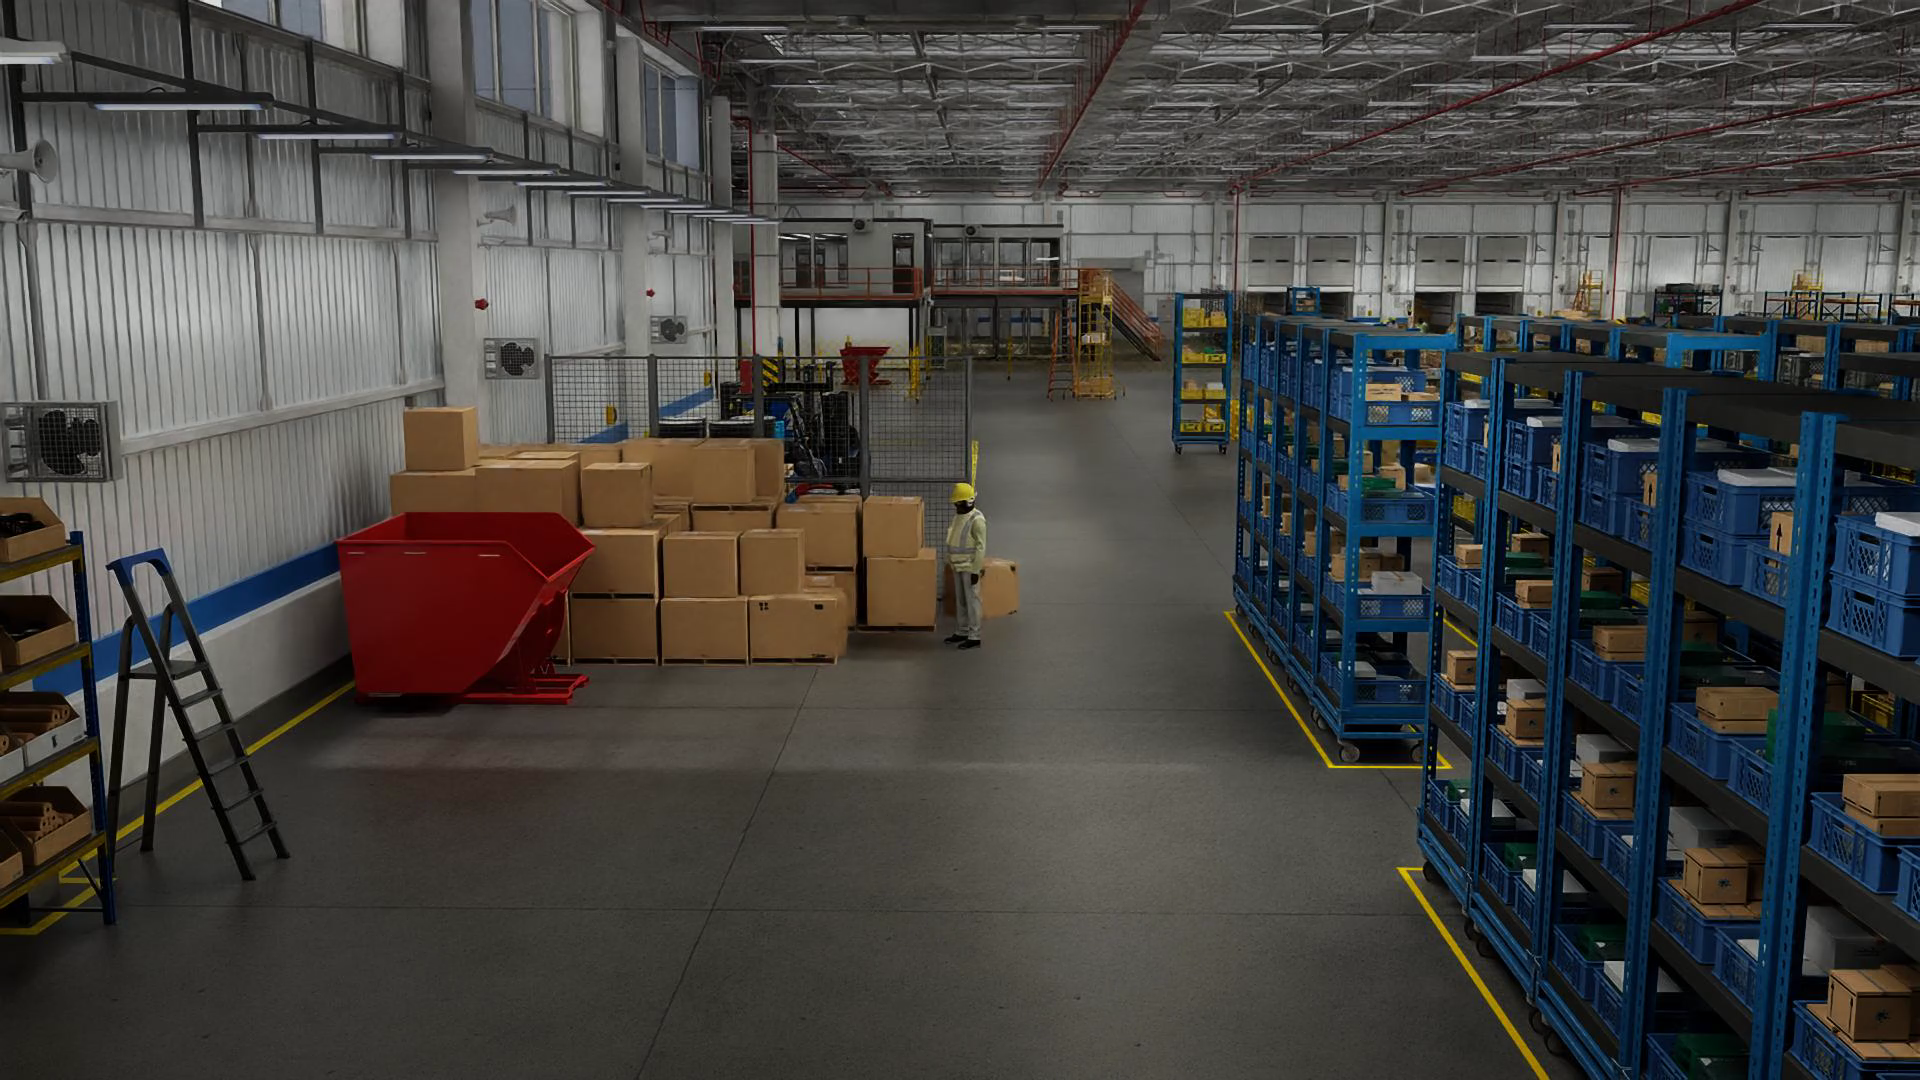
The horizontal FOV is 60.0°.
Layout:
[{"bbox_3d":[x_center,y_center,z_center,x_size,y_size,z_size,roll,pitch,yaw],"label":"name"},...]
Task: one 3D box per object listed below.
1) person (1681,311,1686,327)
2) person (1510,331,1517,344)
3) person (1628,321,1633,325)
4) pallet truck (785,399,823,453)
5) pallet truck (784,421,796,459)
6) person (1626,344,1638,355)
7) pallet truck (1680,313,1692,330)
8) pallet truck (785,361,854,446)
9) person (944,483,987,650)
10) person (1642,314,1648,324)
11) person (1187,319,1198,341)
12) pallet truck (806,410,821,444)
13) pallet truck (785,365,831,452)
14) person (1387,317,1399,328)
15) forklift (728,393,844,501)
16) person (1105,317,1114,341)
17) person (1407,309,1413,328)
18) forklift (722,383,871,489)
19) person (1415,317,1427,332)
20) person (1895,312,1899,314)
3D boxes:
[{"bbox_3d":[37.847,-10.989,87.075,0.396,1.992,0.623,3,10,21],"label":"person"},{"bbox_3d":[27.100,-9.949,81.039,1.041,1.889,0.642,-5,10,-29],"label":"person"},{"bbox_3d":[30.309,-8.993,75.249,0.694,1.843,0.554,4,10,24],"label":"person"},{"bbox_3d":[-3.814,-2.432,36.419,1.630,1.274,0.653,0,9,1],"label":"pallet truck"},{"bbox_3d":[-4.013,-1.793,32.705,1.601,1.201,0.680,0,9,1],"label":"pallet truck"},{"bbox_3d":[24.243,-6.566,59.652,0.694,2.000,1.009,-6,11,-34],"label":"person"},{"bbox_3d":[36.315,-10.531,84.244,0.823,1.965,1.885,-6,11,-33],"label":"pallet truck"},{"bbox_3d":[-3.410,-3.193,38.978,1.885,1.965,0.823,0,9,-1],"label":"pallet truck"},{"bbox_3d":[0.054,0.277,18.108,0.403,1.824,0.586,-5,10,-27],"label":"person"},{"bbox_3d":[37.583,-11.520,91.135,0.820,1.727,0.542,5,10,27],"label":"person"},{"bbox_3d":[13.587,-12.596,97.320,0.606,1.862,0.975,8,12,39],"label":"person"},{"bbox_3d":[-3.559,-2.018,33.905,1.522,1.261,0.704,0,9,-1],"label":"pallet truck"},{"bbox_3d":[-3.774,-2.976,37.635,1.885,1.965,0.823,1,9,5],"label":"pallet truck"},{"bbox_3d":[20.577,-9.642,79.136,1.000,1.886,0.585,-8,12,-42],"label":"person"},{"bbox_3d":[-2.979,-1.316,26.476,2.680,1.987,1.157,0,9,1],"label":"forklift"},{"bbox_3d":[8.472,-12.125,94.264,0.552,1.932,0.377,4,10,24],"label":"person"},{"bbox_3d":[25.638,-12.205,94.815,0.395,1.920,0.585,5,10,28],"label":"person"},{"bbox_3d":[-2.893,-1.687,28.729,2.680,1.987,1.157,0,9,-1],"label":"forklift"},{"bbox_3d":[22.584,-10.022,81.643,0.661,1.823,0.479,8,12,39],"label":"person"},{"bbox_3d":[51.963,-11.778,92.433,0.970,1.849,0.575,-6,11,-31],"label":"person"}]
